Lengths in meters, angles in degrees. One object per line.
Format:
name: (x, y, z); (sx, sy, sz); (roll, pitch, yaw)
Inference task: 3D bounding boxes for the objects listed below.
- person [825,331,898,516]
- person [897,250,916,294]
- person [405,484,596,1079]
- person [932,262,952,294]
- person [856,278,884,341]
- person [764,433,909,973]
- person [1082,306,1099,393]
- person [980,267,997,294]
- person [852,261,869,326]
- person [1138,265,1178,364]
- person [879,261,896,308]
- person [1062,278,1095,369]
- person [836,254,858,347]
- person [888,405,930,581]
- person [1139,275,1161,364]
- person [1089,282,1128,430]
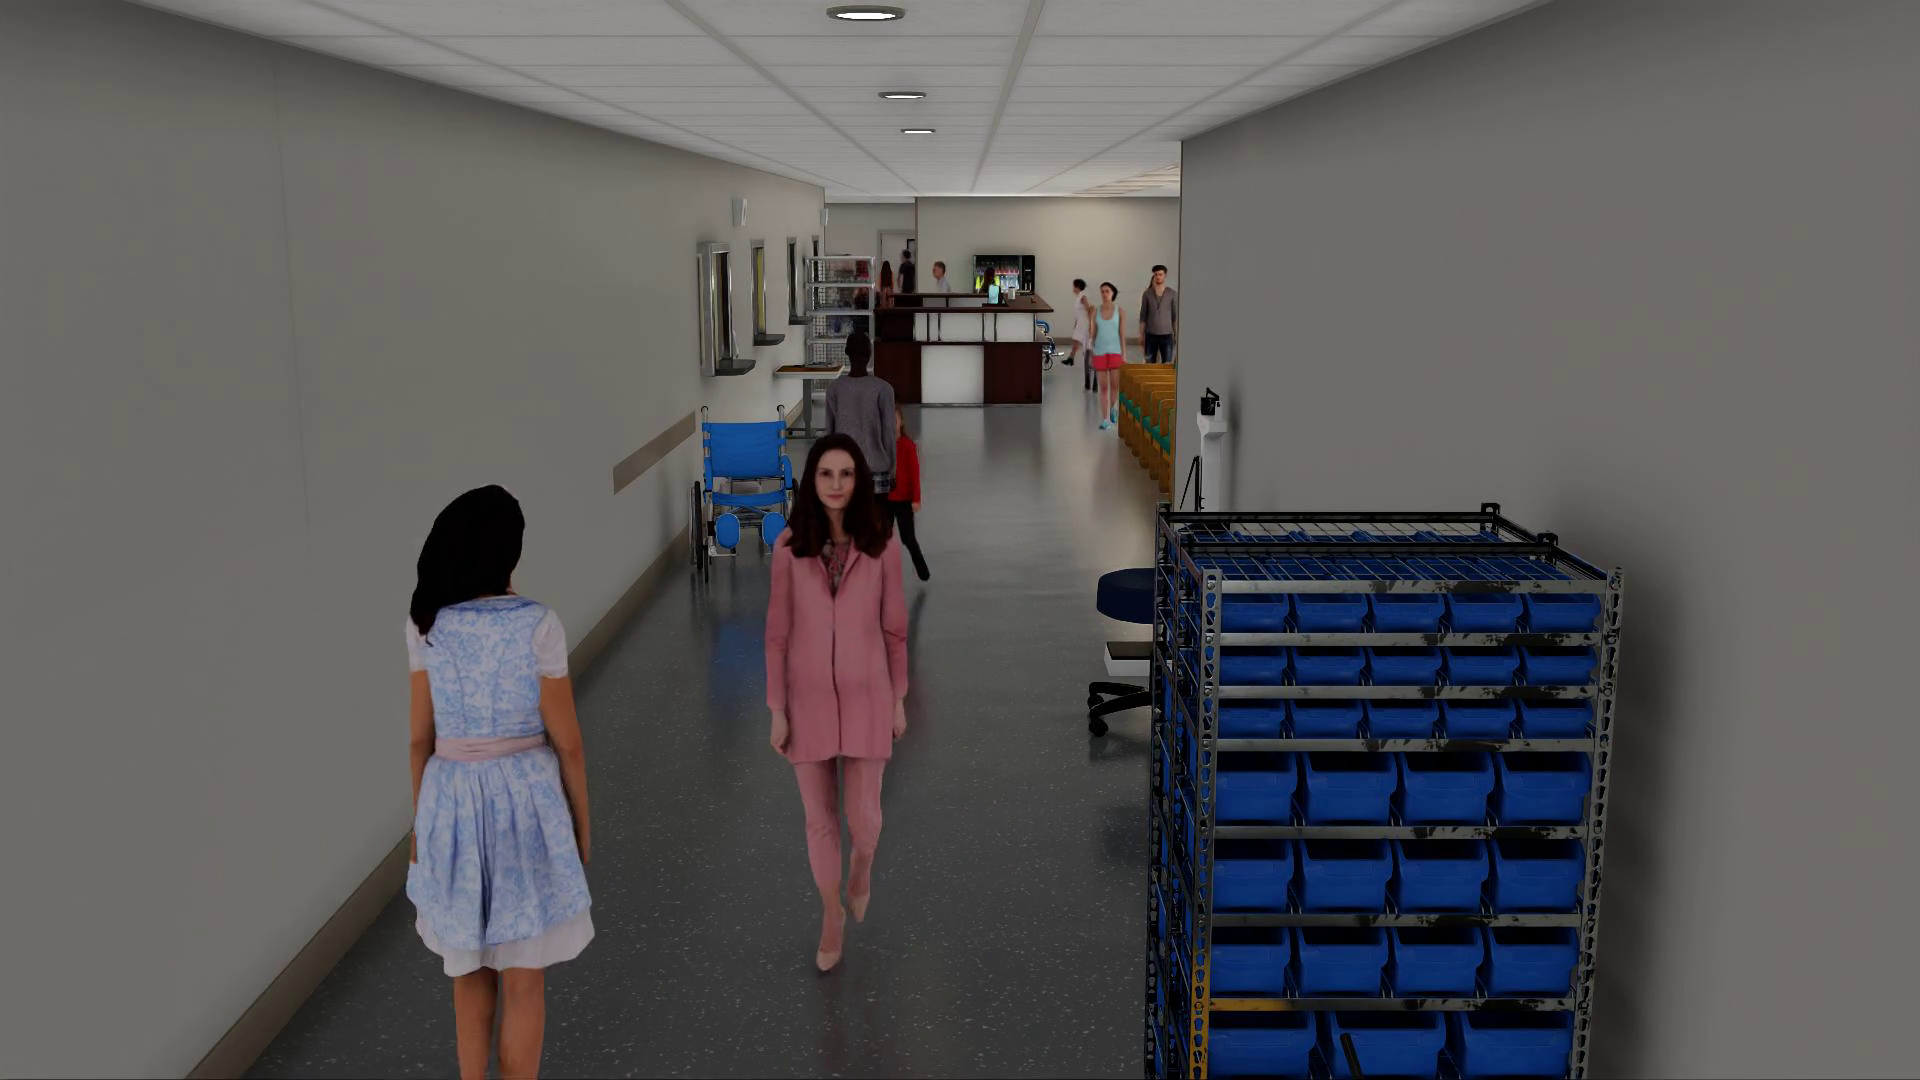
person: (-0.633, -0.455, 10.699); (0.527, 1.772, 0.705); (2, 11, 9)
person: (-1.204, -5.824, 38.836); (1.100, 1.829, 0.952); (4, 12, 22)
person: (-1.165, 0.787, 4.079); (0.714, 1.798, 0.736); (0, 11, 2)
person: (-0.206, -3.864, 28.597); (1.148, 1.796, 0.789); (-2, 11, -10)
person: (-1.443, -3.215, 25.744); (1.067, 1.585, 0.901); (-4, 11, -19)
person: (-0.393, 0.524, 5.507); (0.651, 1.784, 0.682); (1, 11, 5)
person: (1.949, -2.756, 24.219); (0.826, 1.251, 0.560); (0, 11, 3)
person: (0.385, -3.935, 29.236); (0.852, 1.697, 0.749); (-3, 11, -15)
person: (-1.822, -4.363, 31.157); (0.626, 1.822, 0.659); (4, 11, 18)
person: (2.704, -2.769, 22.539); (0.592, 1.903, 0.811); (3, 11, 14)
person: (-1.821, -6.173, 41.392); (0.486, 1.562, 0.633); (-1, 11, -6)
person: (2.186, -3.662, 28.308); (0.892, 1.508, 0.608); (-1, 11, -5)
person: (-2.301, -4.769, 33.314); (1.223, 1.816, 1.248); (-9, 14, -40)
person: (-0.421, -0.283, 11.157); (0.738, 1.262, 0.667); (2, 11, 10)
person: (3.175, -3.525, 27.307); (0.932, 1.610, 0.722); (-1, 11, -3)
person: (1.788, -2.199, 19.941); (0.718, 1.753, 0.753); (3, 11, 15)
